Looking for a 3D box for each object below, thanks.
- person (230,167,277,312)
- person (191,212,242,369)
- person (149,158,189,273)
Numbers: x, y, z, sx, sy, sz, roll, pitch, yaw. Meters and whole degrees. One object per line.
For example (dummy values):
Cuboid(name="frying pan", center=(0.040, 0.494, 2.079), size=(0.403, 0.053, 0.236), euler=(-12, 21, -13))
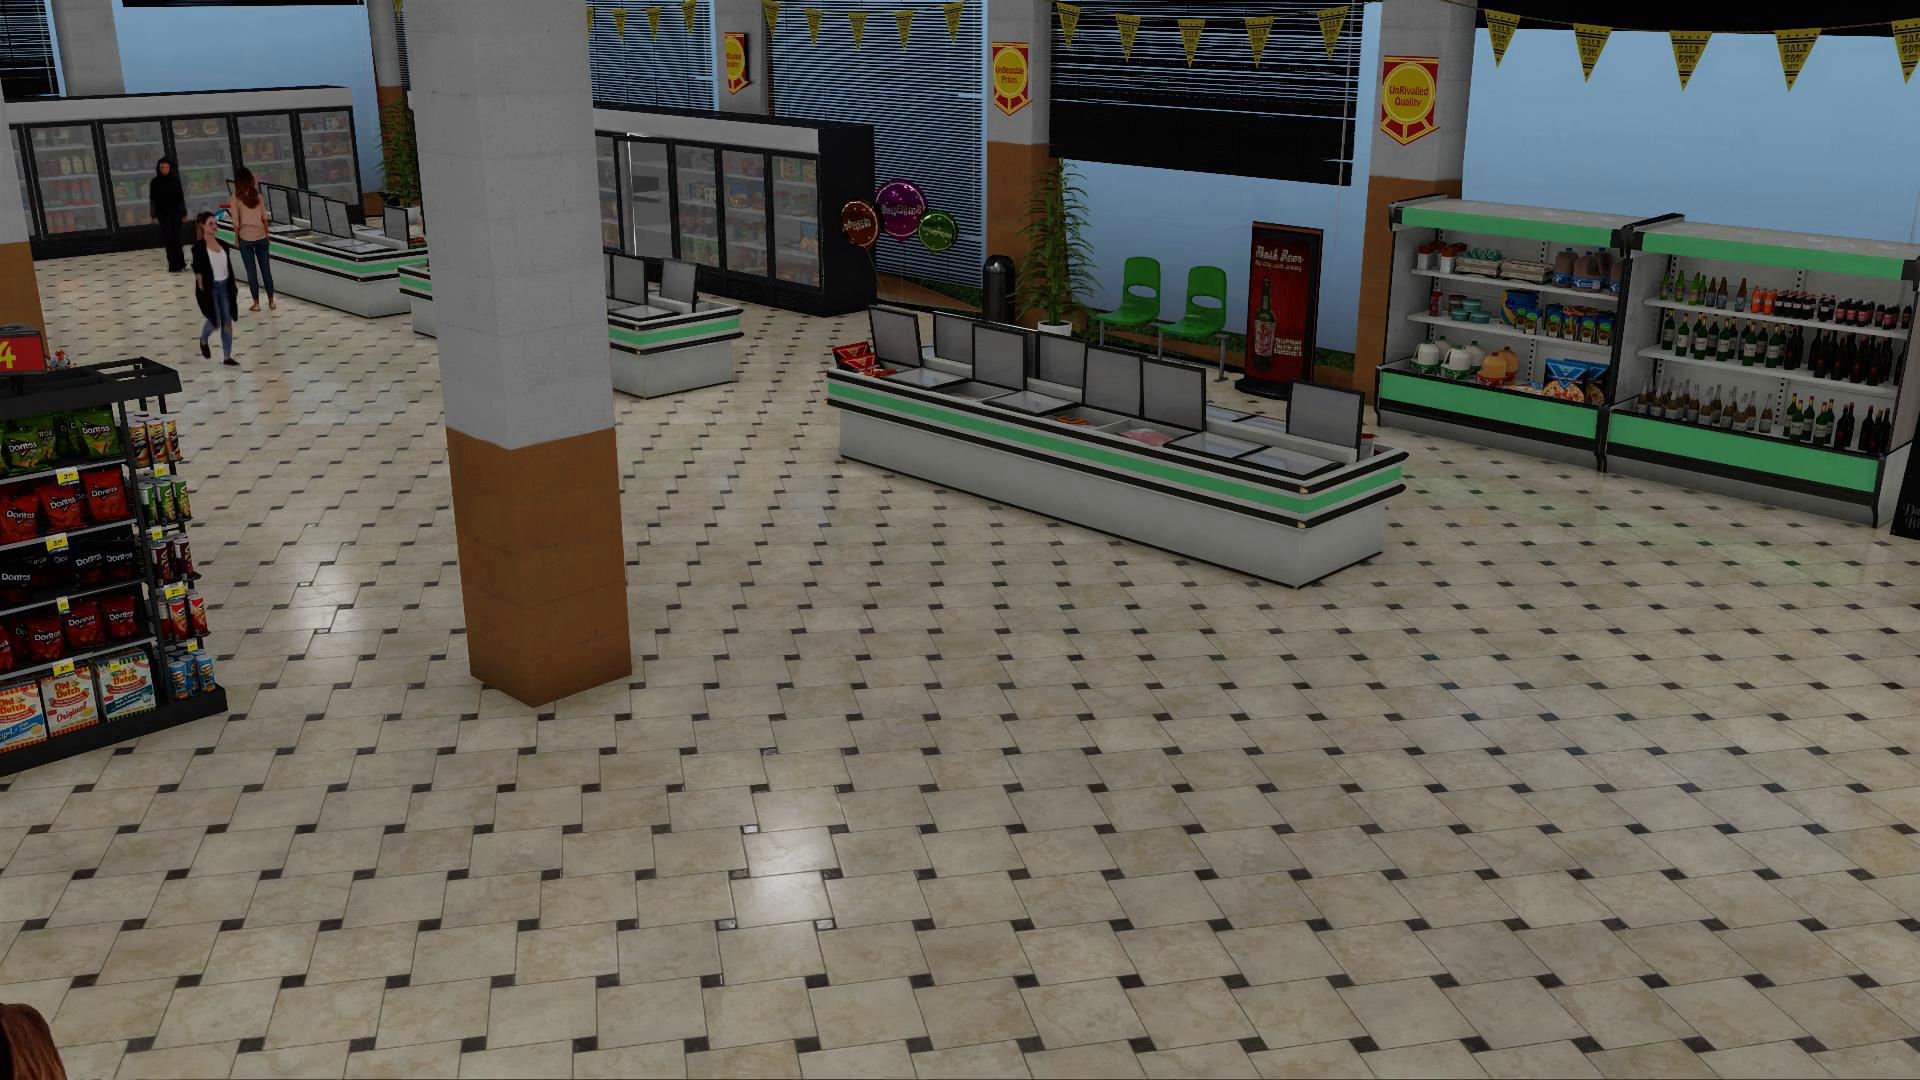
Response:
Cuboid(name="person", center=(-8.933, -3.802, 21.014), size=(0.616, 1.792, 0.562), euler=(-14, 23, -35))
Cuboid(name="person", center=(-8.048, -2.672, 17.854), size=(0.852, 1.669, 0.727), euler=(11, 21, 29))
Cuboid(name="person", center=(-11.314, -4.686, 23.928), size=(0.897, 1.605, 0.949), euler=(1, 19, 4))
